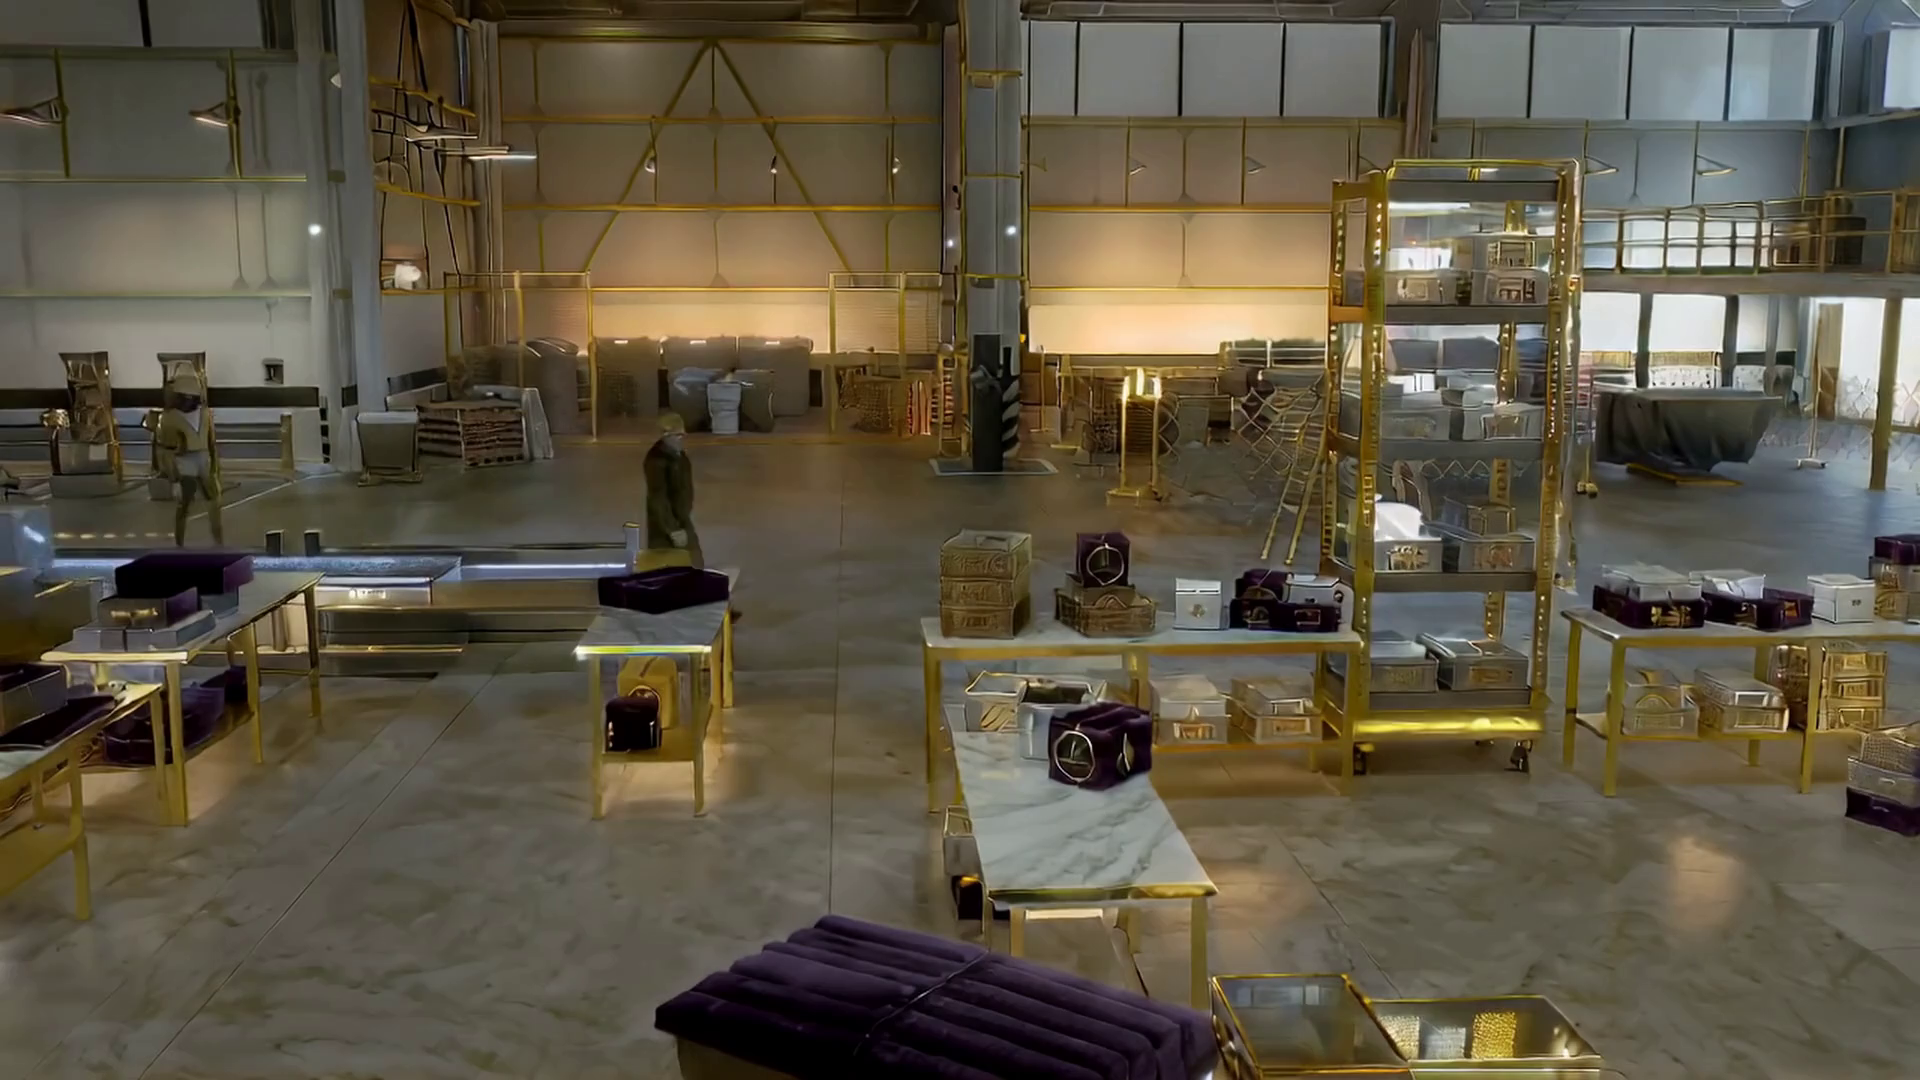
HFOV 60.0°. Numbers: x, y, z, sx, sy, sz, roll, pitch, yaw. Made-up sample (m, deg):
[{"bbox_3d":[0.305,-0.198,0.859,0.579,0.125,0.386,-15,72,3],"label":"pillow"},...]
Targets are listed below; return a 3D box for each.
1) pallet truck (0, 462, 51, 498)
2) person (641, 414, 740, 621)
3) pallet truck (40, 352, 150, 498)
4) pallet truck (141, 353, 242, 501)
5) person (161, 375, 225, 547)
[{"bbox_3d":[-13.193,-1.293,23.148,0.653,1.274,1.630,-1,9,-4],"label":"pallet truck"},{"bbox_3d":[-2.382,-0.138,14.135,0.942,1.859,0.658,4,10,21],"label":"person"},{"bbox_3d":[-11.907,-1.642,23.165,0.823,1.965,1.885,0,9,0],"label":"pallet truck"},{"bbox_3d":[-10.520,-1.604,22.925,0.823,1.965,1.885,-1,9,-6],"label":"pallet truck"},{"bbox_3d":[-7.857,-0.691,17.155,0.893,2.005,0.636,5,10,29],"label":"person"}]
